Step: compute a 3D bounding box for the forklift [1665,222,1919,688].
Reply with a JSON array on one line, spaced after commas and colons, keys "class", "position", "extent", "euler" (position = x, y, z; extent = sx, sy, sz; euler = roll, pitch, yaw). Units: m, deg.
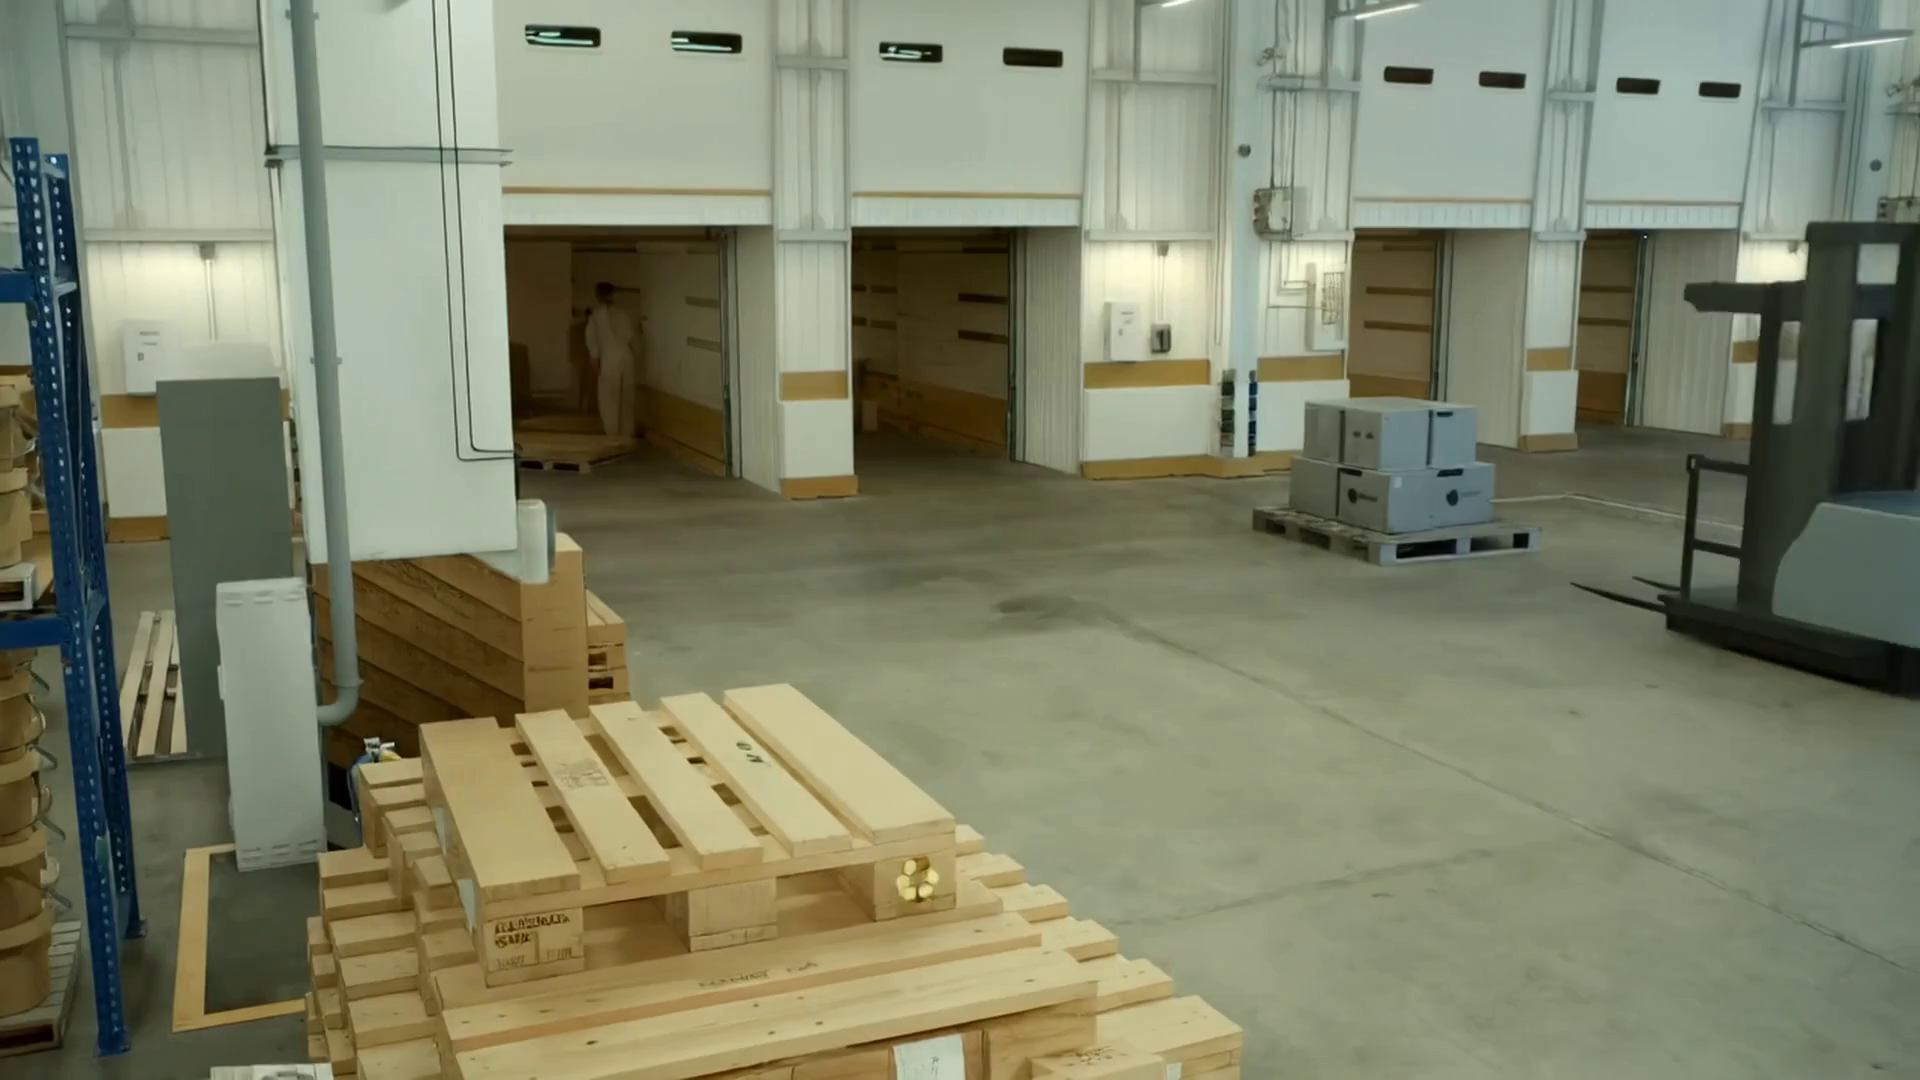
[{"class": "forklift", "position": [5.764, -0.627, 10.642], "extent": [1.129, 2.768, 1.873], "euler": [-4, 11, -23]}]
